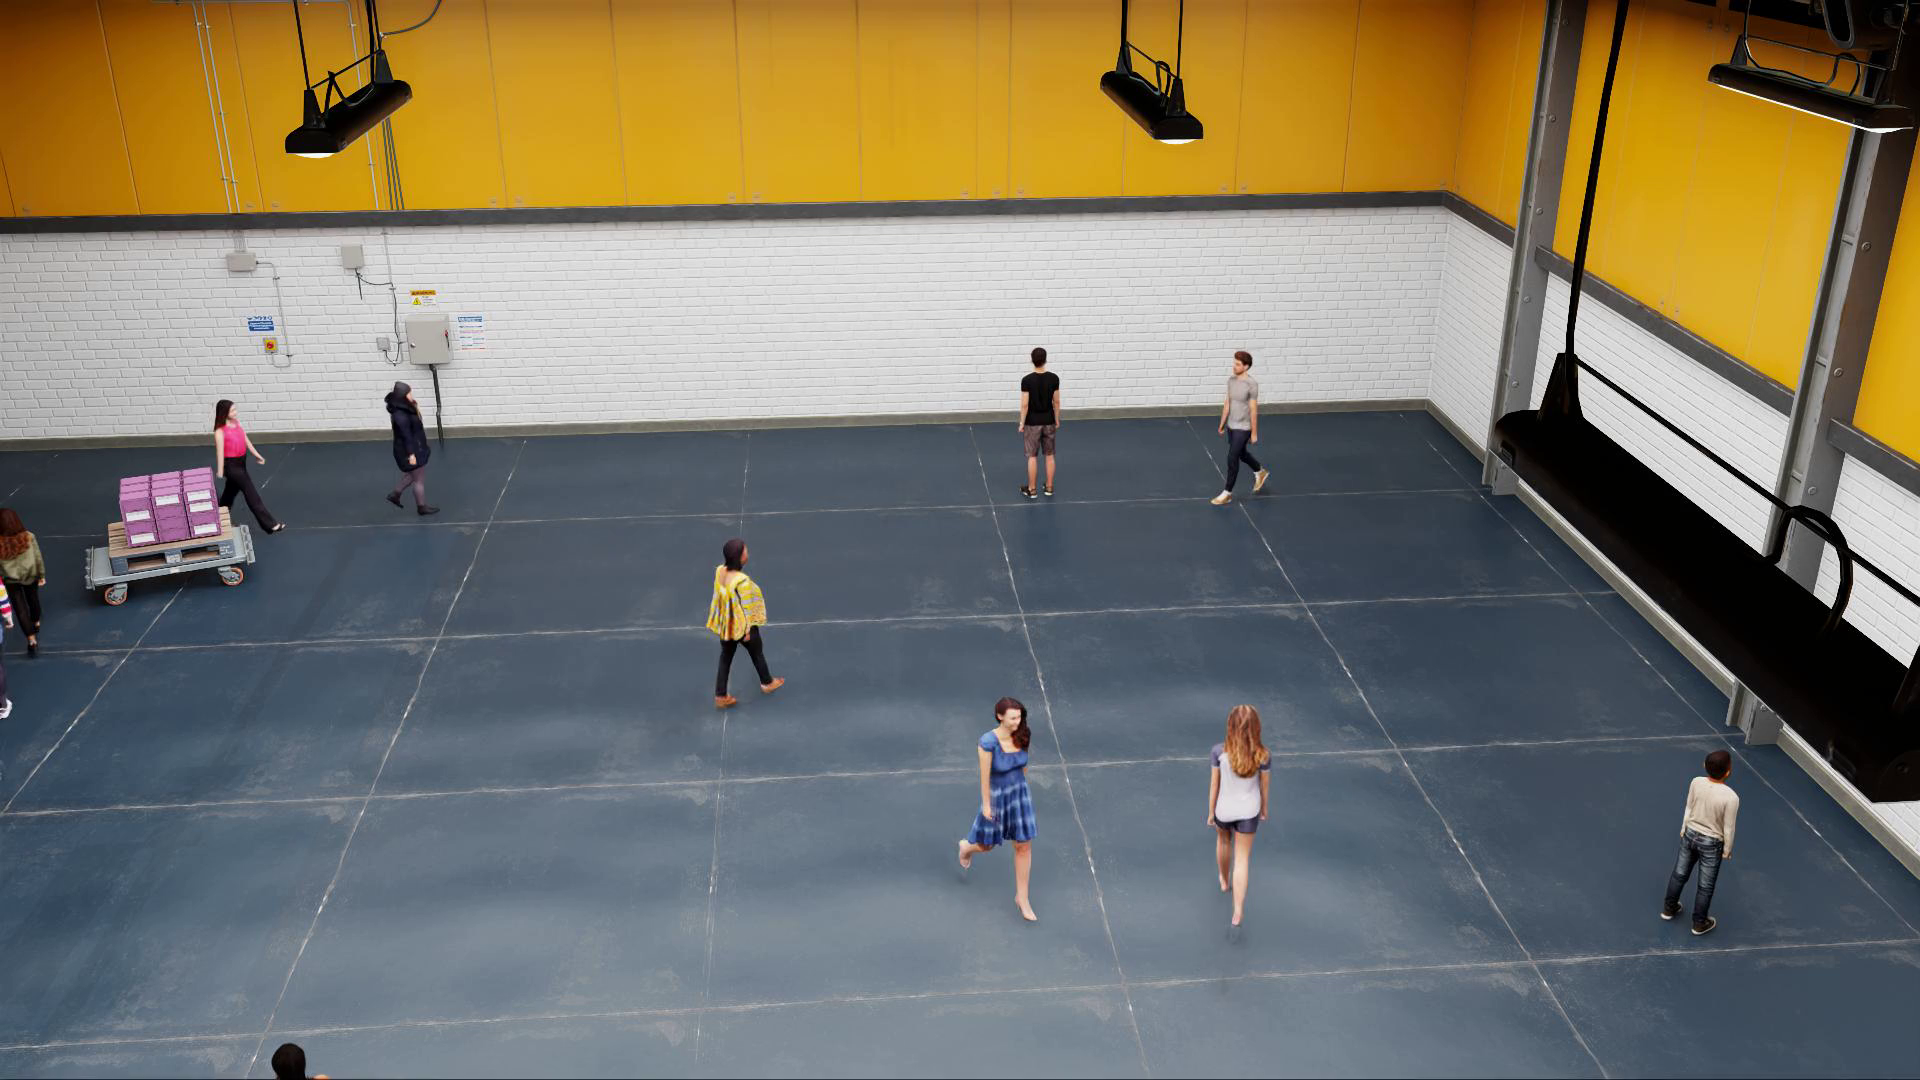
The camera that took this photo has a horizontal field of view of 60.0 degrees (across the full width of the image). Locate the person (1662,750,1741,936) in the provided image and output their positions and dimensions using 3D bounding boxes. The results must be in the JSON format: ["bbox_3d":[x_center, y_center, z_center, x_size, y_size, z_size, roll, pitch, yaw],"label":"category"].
[{"bbox_3d":[5.464,2.209,12.238,0.673,1.459,0.580,-17,29,-34],"label":"person"}]

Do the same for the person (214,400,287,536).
[{"bbox_3d":[-8.322,-0.801,18.943,0.719,1.605,1.085,0,24,0],"label":"person"}]

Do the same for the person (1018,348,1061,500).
[{"bbox_3d":[0.959,-1.416,20.031,0.726,1.860,0.658,-7,24,-15],"label":"person"}]

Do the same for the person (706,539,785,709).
[{"bbox_3d":[-2.106,0.808,15.237,1.064,1.625,1.030,-21,31,-39],"label":"person"}]

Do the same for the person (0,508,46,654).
[{"bbox_3d":[-9.237,0.420,16.356,0.915,1.439,1.091,-16,28,-33],"label":"person"}]

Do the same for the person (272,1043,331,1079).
[{"bbox_3d":[-3.588,3.438,9.176,0.706,1.661,0.641,18,29,35],"label":"person"}]

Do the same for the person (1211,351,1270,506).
[{"bbox_3d":[3.428,-1.360,19.900,1.033,1.863,1.187,-12,26,-26],"label":"person"}]

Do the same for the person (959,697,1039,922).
[{"bbox_3d":[0.278,1.965,12.396,0.968,1.780,1.183,-14,27,-30],"label":"person"}]

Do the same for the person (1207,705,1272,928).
[{"bbox_3d":[2.045,2.064,12.277,0.757,1.695,1.118,4,24,8],"label":"person"}]

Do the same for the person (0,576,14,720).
[{"bbox_3d":[-8.850,0.815,15.004,0.751,1.798,0.750,-11,26,-23],"label":"person"}]

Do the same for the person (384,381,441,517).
[{"bbox_3d":[-6.507,-1.056,19.450,0.836,1.666,0.829,-8,25,-17],"label":"person"}]
